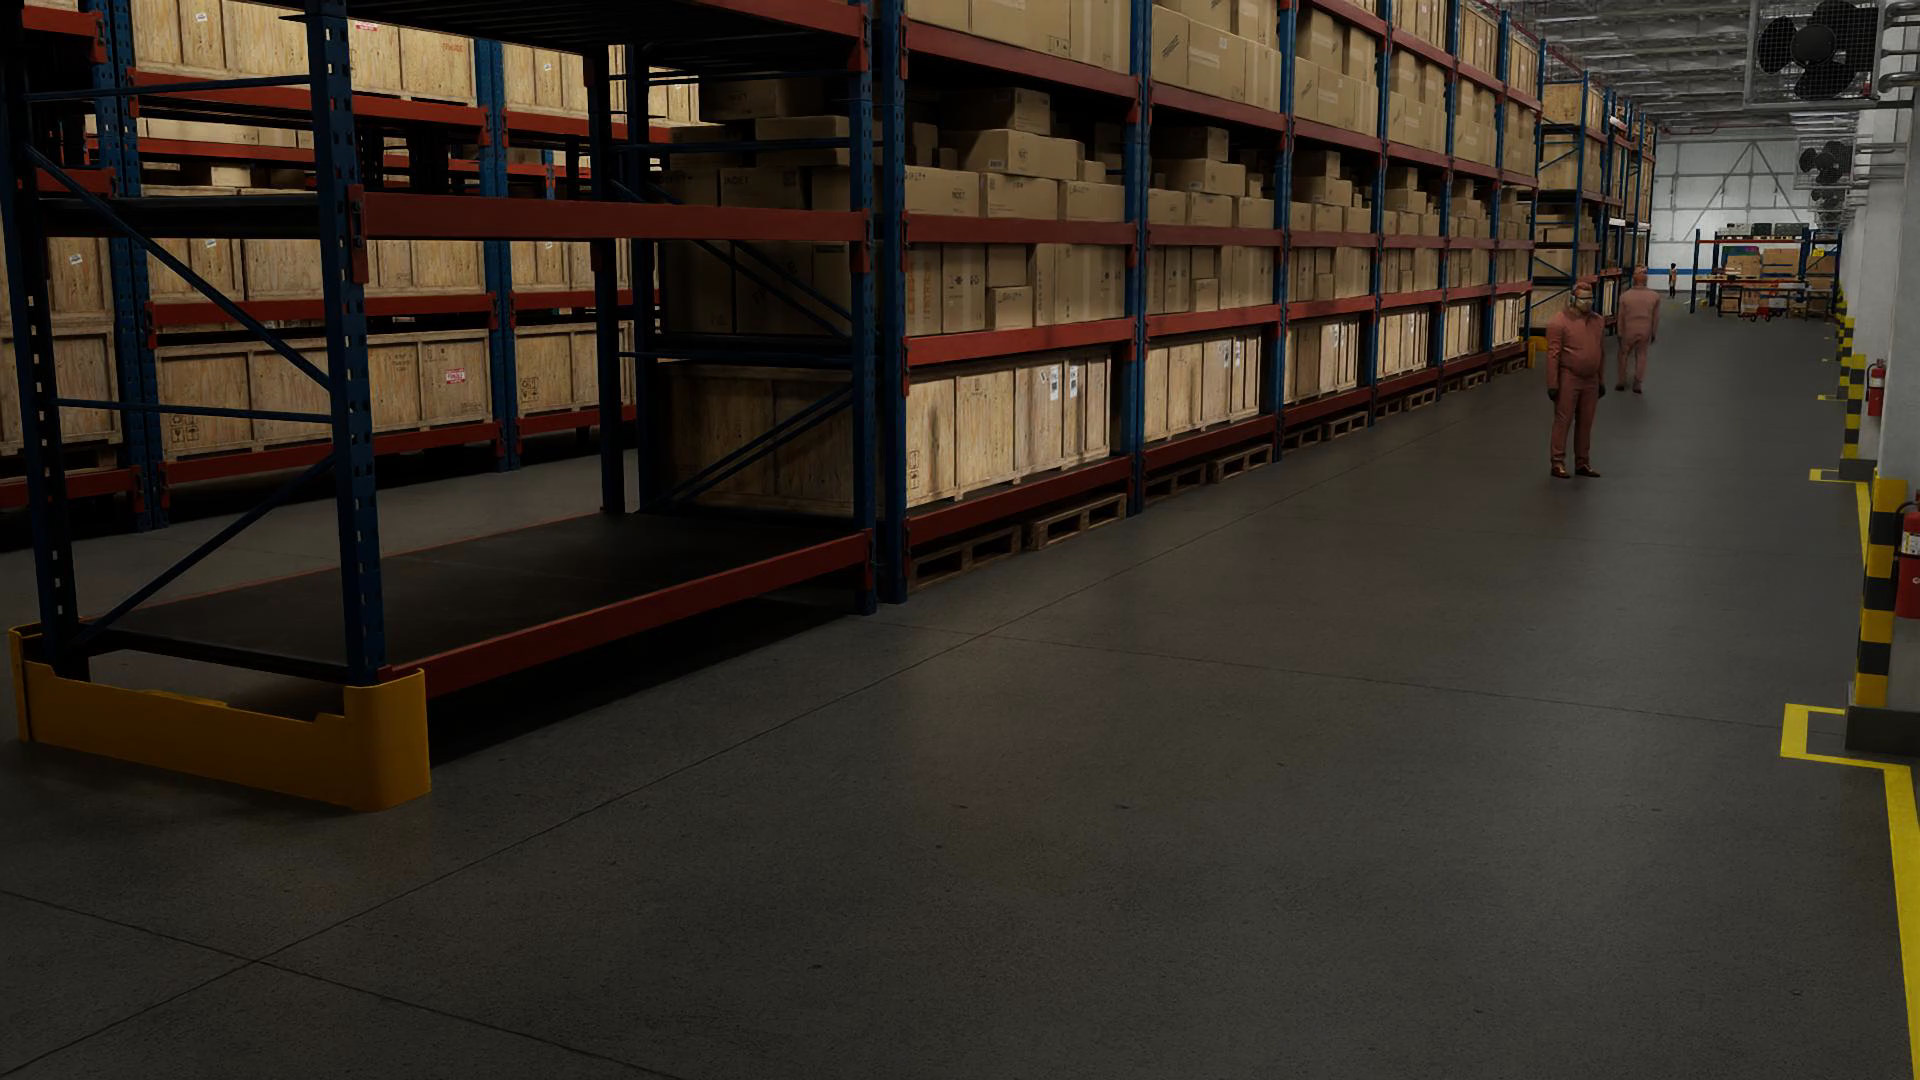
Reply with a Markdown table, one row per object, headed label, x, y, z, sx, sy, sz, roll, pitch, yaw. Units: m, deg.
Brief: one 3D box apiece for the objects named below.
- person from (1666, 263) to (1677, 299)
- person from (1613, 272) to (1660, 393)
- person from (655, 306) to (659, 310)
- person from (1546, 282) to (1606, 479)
| label | x | y | z | sx | sy | sz | roll | pitch | yaw |
| --- | --- | --- | --- | --- | --- | --- | --- | --- | --- |
| person | 33.940 | -12.332 | 79.193 | 0.542 | 1.685 | 0.320 | -8 | 13 | -38 |
| person | 10.586 | -3.247 | 26.065 | 0.658 | 1.879 | 0.791 | 2 | 10 | 10 |
| person | -4.779 | -3.363 | 26.544 | 0.551 | 1.935 | 0.375 | -4 | 10 | -21 |
| person | 5.981 | -1.540 | 16.123 | 0.652 | 1.896 | 0.402 | -4 | 10 | -19 |
